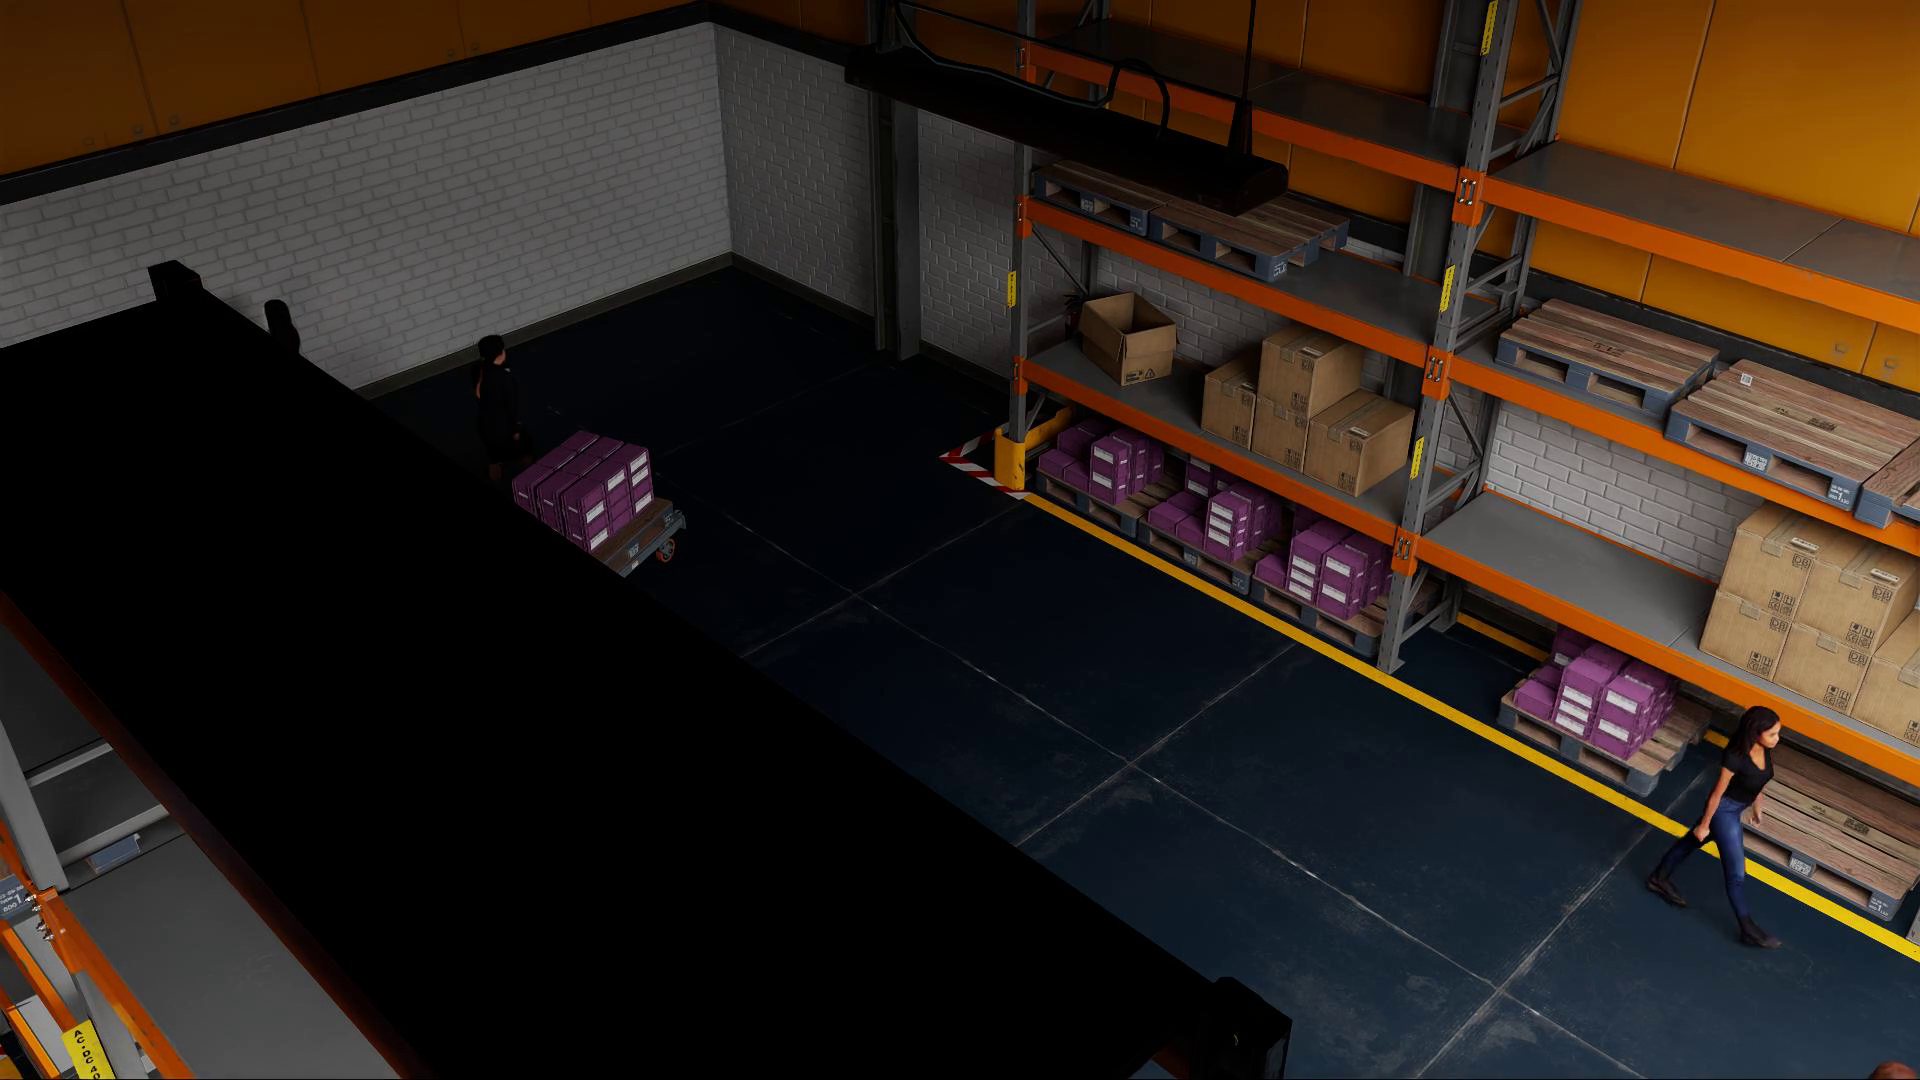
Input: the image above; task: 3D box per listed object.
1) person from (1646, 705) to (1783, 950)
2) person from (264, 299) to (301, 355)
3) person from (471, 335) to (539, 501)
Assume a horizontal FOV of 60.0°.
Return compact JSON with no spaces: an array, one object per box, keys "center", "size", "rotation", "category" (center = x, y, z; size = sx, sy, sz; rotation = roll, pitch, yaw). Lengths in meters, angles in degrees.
[{"center":[4.743,1.699,10.509],"size":[0.620,1.697,1.121],"rotation":[-27,42,-34],"category":"person"},{"center":[-6.010,-1.367,15.052],"size":[0.702,1.775,0.665],"rotation":[4,34,5],"category":"person"},{"center":[-4.079,-0.976,14.577],"size":[0.976,1.649,0.923],"rotation":[17,37,23],"category":"person"}]
